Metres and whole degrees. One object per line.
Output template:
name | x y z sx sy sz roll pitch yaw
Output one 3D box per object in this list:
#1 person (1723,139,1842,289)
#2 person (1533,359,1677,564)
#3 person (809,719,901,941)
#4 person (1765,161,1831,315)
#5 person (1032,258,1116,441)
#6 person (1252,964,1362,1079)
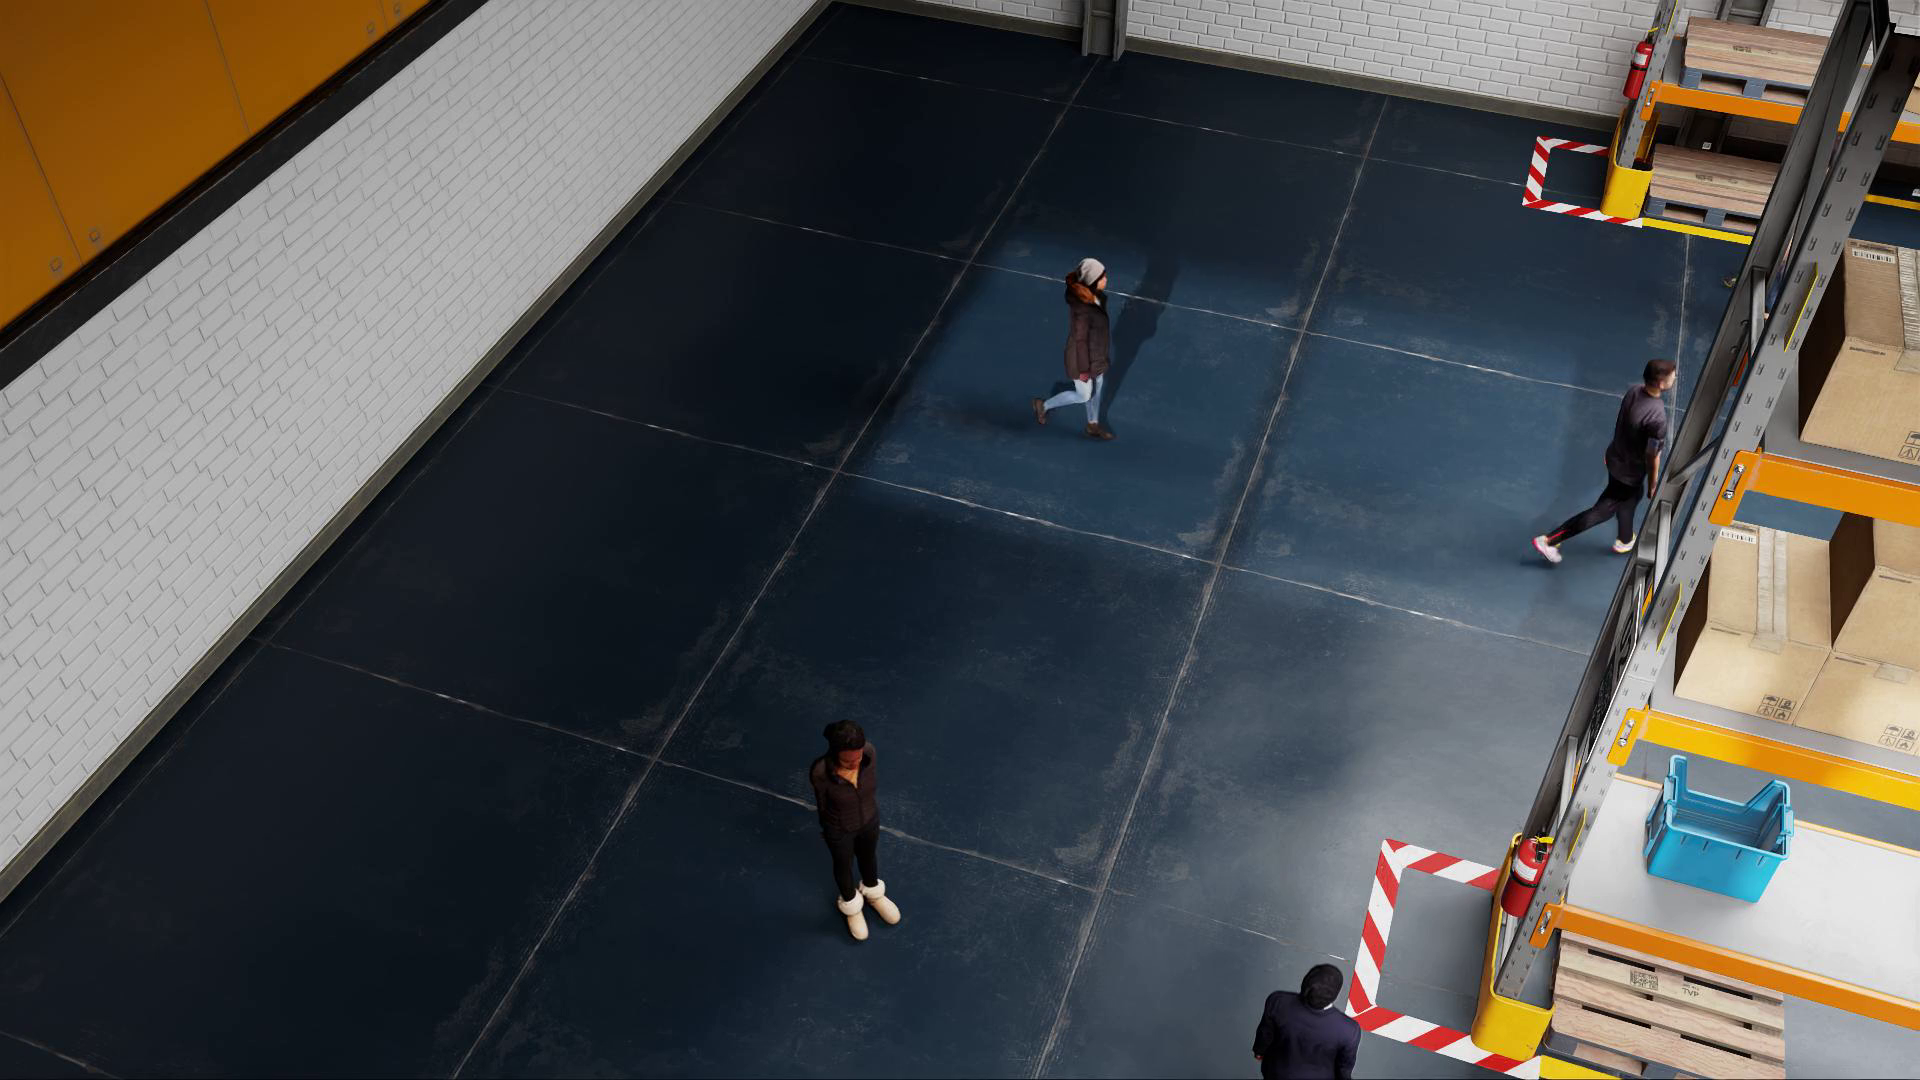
person | 7.116 -2.633 13.878 1.078 1.514 0.678 22 48 22
person | 4.517 -0.486 11.469 1.223 1.729 0.873 2 44 2
person | -0.627 1.569 9.361 0.771 1.662 0.707 33 53 30
person | 6.611 -2.303 13.289 0.575 1.848 0.662 17 46 17
person | 0.885 -1.412 12.519 0.868 1.622 0.620 13 45 13
person | 1.669 2.621 8.211 0.470 1.725 0.707 17 46 17
